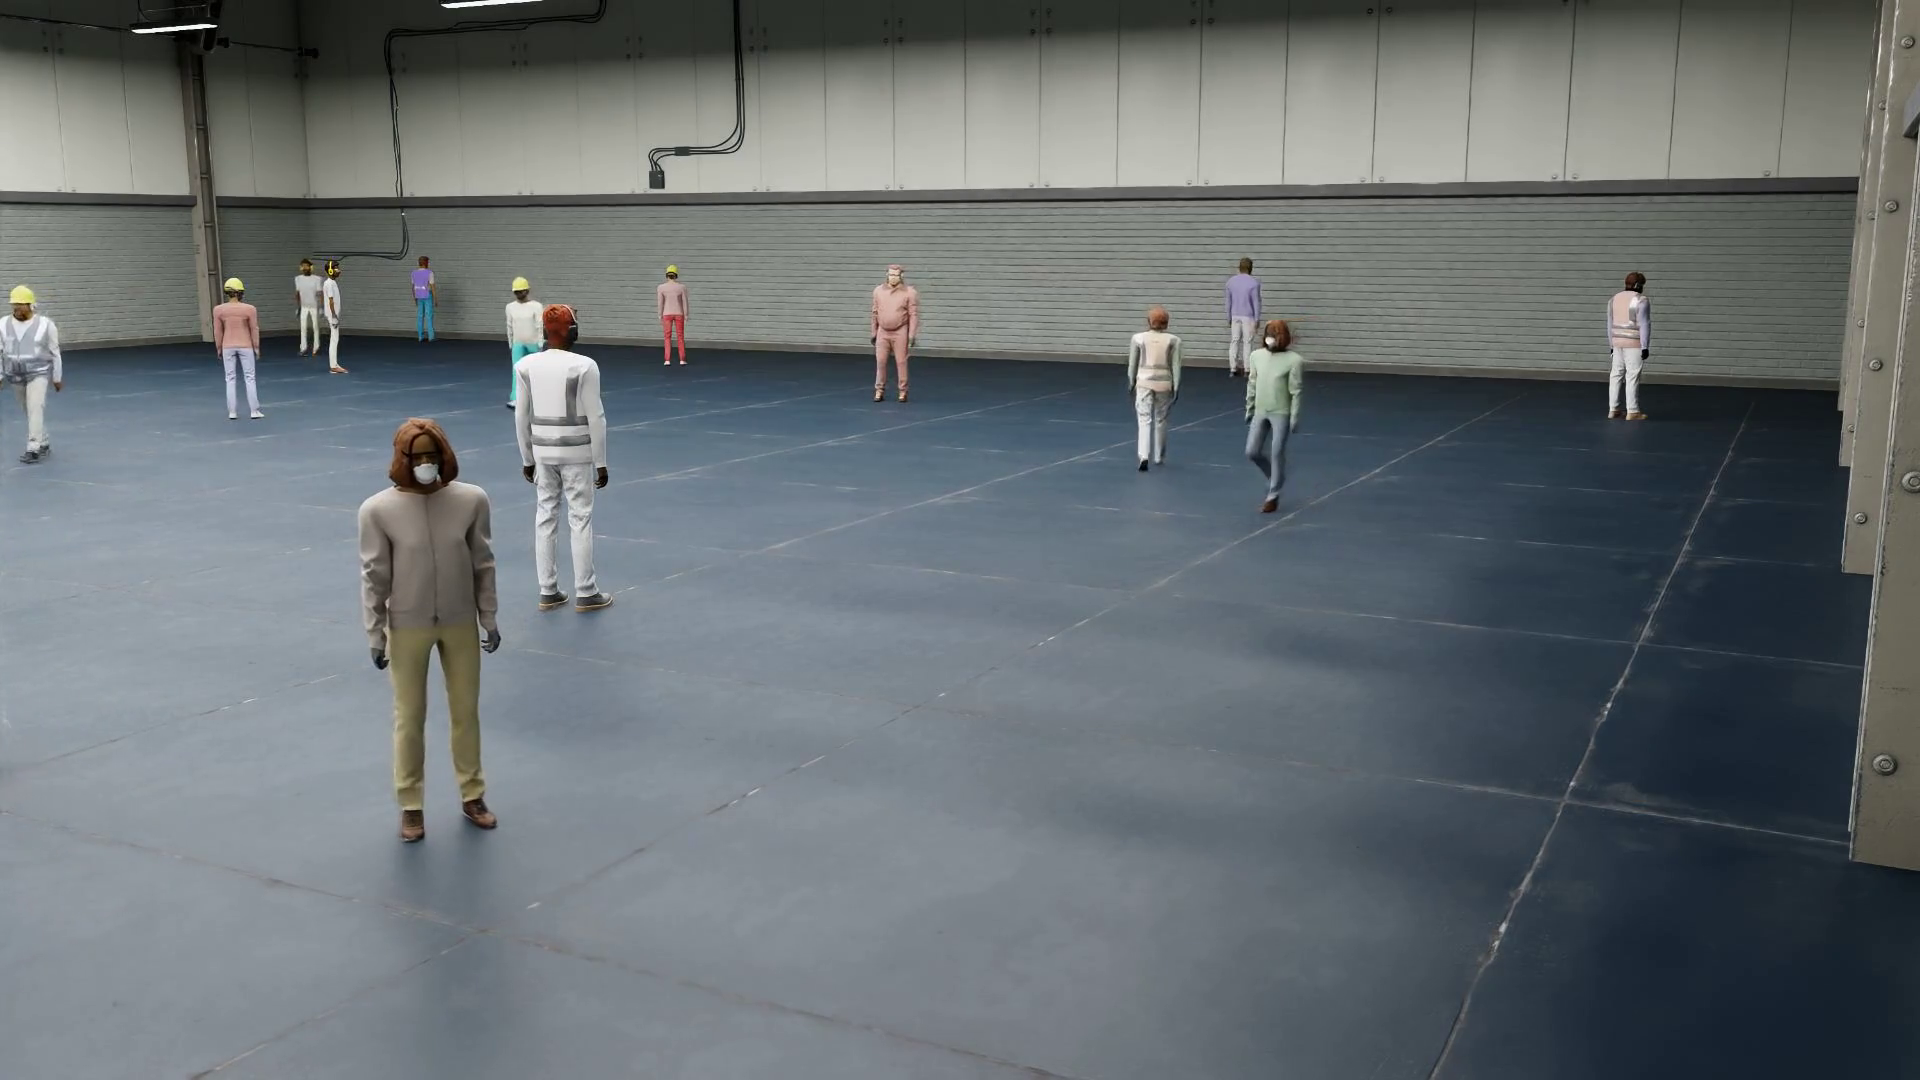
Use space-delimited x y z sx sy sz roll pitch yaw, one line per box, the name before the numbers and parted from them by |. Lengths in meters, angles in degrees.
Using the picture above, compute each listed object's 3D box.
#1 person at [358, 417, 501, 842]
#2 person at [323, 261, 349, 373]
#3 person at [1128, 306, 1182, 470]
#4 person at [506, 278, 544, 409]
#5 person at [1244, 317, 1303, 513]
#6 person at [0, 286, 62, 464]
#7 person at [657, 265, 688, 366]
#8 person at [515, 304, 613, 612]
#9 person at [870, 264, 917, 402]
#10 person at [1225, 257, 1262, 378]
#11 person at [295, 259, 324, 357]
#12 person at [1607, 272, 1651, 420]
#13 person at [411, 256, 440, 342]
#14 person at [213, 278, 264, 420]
person | -2.013 0.338 6.349 0.505 1.624 0.290 -7 12 -32
person | -10.478 -3.737 27.890 0.317 1.870 0.531 -4 11 -20
person | 1.919 -1.500 16.420 0.523 1.604 0.837 1 10 7
person | -5.741 -2.575 21.924 0.542 1.724 0.868 1 10 4
person | 2.602 -1.038 13.823 0.525 1.619 0.383 9 14 40
person | -9.548 -1.702 17.046 0.585 1.790 0.946 -1 10 -7
person | -5.071 -3.961 29.392 0.534 1.767 0.313 -2 11 -10
person | -2.420 -0.497 10.176 0.585 1.883 0.340 3 11 17
person | -0.918 -2.849 22.968 0.663 1.901 0.402 3 11 13
person | 4.598 -3.603 26.971 0.635 1.937 0.352 9 14 40
person | -12.335 -4.374 31.449 0.560 1.833 0.887 -1 10 -5
person | 8.384 -2.421 20.806 0.429 1.838 0.621 -5 11 -24
person | -11.554 -5.192 35.890 0.569 1.842 0.377 3 11 18
person | -9.037 -2.387 20.817 0.526 1.765 0.329 -2 11 -11
